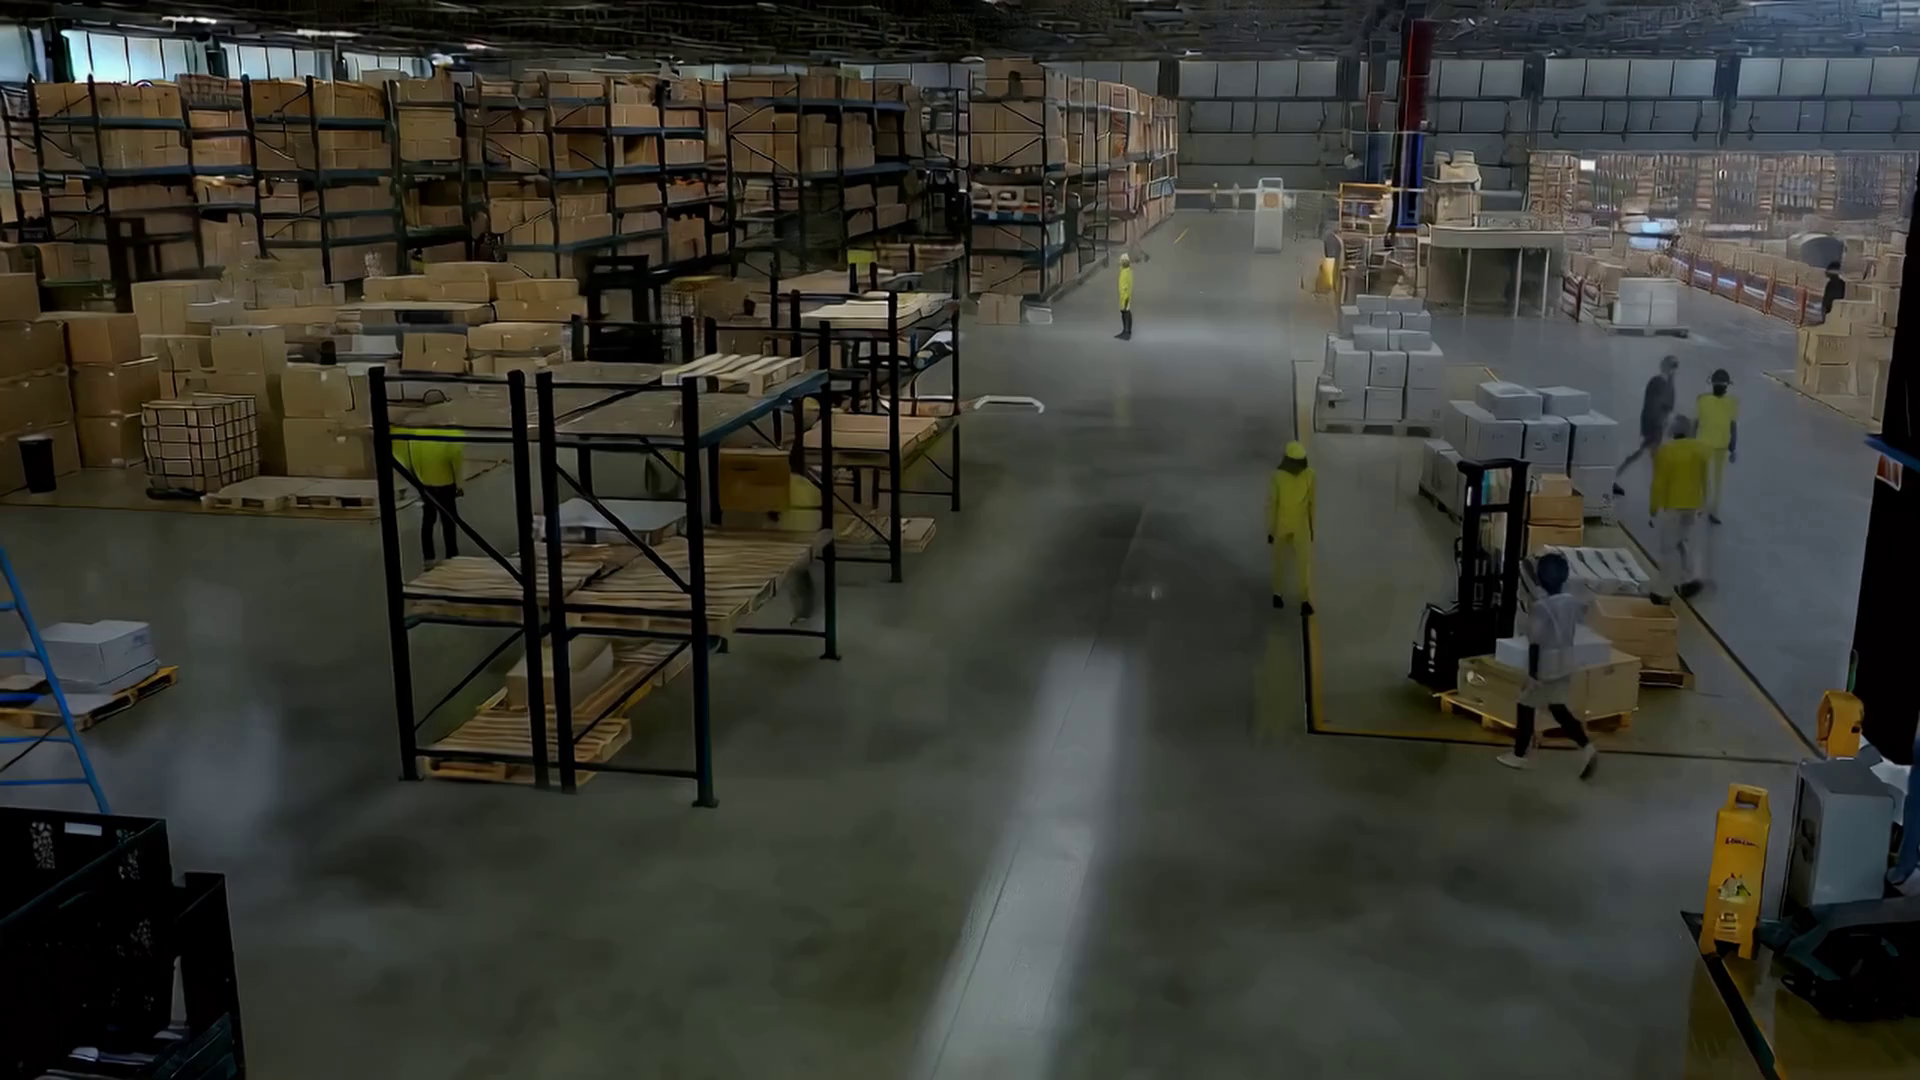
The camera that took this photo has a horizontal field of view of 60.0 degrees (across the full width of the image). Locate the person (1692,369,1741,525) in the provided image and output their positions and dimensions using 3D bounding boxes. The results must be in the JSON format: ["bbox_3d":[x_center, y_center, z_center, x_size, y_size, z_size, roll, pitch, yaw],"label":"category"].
[{"bbox_3d":[8.966,-1.109,19.790,0.533,1.868,0.310,4,14,14],"label":"person"}]

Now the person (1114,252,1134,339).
[{"bbox_3d":[3.713,-5.499,37.471,0.358,1.937,0.549,-5,15,-18],"label":"person"}]

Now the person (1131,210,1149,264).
[{"bbox_3d":[6.312,-10.661,58.518,0.567,1.895,0.659,7,16,27],"label":"person"}]

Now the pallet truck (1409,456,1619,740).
[{"bbox_3d":[4.504,0.400,13.395,0.823,1.965,1.885,-6,15,-23],"label":"pallet truck"}]

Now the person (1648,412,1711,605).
[{"bbox_3d":[7.095,-0.298,16.405,0.678,1.913,0.513,-4,14,-15],"label":"person"}]

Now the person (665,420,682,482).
[{"bbox_3d":[-2.989,-0.323,16.691,0.572,1.823,0.534,1,14,3],"label":"person"}]

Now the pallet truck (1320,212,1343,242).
[{"bbox_3d":[15.874,-13.227,70.310,0.680,1.201,1.601,10,17,35],"label":"pallet truck"}]

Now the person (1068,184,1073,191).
[{"bbox_3d":[5.982,-18.750,91.657,0.554,1.752,0.530,2,14,6],"label":"person"}]

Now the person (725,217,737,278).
[{"bbox_3d":[-7.293,-9.344,53.122,0.370,1.915,0.597,-5,15,-21],"label":"person"}]

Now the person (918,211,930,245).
[{"bbox_3d":[-1.154,-10.796,59.226,0.744,1.812,0.645,2,14,8],"label":"person"}]

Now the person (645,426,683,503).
[{"bbox_3d":[-2.936,-0.261,16.296,0.565,1.891,0.617,4,14,14],"label":"person"}]

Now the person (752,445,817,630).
[{"bbox_3d":[-1.618,0.008,15.399,0.678,1.800,0.653,-8,16,-29],"label":"person"}]

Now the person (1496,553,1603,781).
[{"bbox_3d":[4.273,0.918,11.948,0.539,1.679,0.706,-9,16,-32],"label":"person"}]

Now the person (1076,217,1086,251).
[{"bbox_3d":[4.184,-10.523,58.438,0.820,1.667,0.533,2,14,7],"label":"person"}]

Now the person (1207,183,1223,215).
[{"bbox_3d":[14.224,-19.012,92.665,1.002,1.783,0.634,-3,14,-11],"label":"person"}]

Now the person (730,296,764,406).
[{"bbox_3d":[-3.542,-3.085,27.651,0.624,1.947,0.564,4,14,17],"label":"person"}]

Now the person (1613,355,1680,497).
[{"bbox_3d":[8.743,-1.415,21.023,1.037,1.892,0.648,11,17,37],"label":"person"}]

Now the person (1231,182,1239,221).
[{"bbox_3d":[14.294,-17.583,86.448,0.409,1.987,0.607,1,14,5],"label":"person"}]

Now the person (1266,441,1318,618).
[{"bbox_3d":[3.205,-0.098,16.032,0.503,1.700,0.884,0,14,-1],"label":"person"}]

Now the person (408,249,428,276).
[{"bbox_3d":[-12.953,-6.048,39.860,0.504,1.861,0.567,-4,14,-16],"label":"person"}]

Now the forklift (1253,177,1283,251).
[{"bbox_3d":[12.083,-12.747,64.956,1.129,2.768,1.873,3,14,10],"label":"forklift"}]

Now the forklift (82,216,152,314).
[{"bbox_3d":[-17.715,-5.512,35.584,1.873,2.768,1.129,3,14,10],"label":"forklift"}]

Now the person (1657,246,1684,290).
[{"bbox_3d":[17.719,-6.412,41.460,0.605,1.786,0.893,3,14,13],"label":"person"}]

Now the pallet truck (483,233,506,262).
[{"bbox_3d":[-11.832,-7.026,43.548,1.885,1.965,0.823,8,16,28],"label":"pallet truck"}]

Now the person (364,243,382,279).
[{"bbox_3d":[-15.969,-7.279,45.344,0.525,1.617,0.633,3,14,11],"label":"person"}]

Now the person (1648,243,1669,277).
[{"bbox_3d":[18.848,-7.178,44.853,0.545,1.647,0.854,4,14,16],"label":"person"}]

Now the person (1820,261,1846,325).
[{"bbox_3d":[17.900,-4.720,34.185,0.378,1.996,0.611,-1,14,-3],"label":"person"}]

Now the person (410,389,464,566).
[{"bbox_3d":[-5.596,-0.661,17.880,0.585,1.917,0.409,4,14,15],"label":"person"}]

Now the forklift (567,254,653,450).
[{"bbox_3d":[-5.077,-2.849,24.770,1.129,2.768,1.873,3,14,10],"label":"forklift"}]
